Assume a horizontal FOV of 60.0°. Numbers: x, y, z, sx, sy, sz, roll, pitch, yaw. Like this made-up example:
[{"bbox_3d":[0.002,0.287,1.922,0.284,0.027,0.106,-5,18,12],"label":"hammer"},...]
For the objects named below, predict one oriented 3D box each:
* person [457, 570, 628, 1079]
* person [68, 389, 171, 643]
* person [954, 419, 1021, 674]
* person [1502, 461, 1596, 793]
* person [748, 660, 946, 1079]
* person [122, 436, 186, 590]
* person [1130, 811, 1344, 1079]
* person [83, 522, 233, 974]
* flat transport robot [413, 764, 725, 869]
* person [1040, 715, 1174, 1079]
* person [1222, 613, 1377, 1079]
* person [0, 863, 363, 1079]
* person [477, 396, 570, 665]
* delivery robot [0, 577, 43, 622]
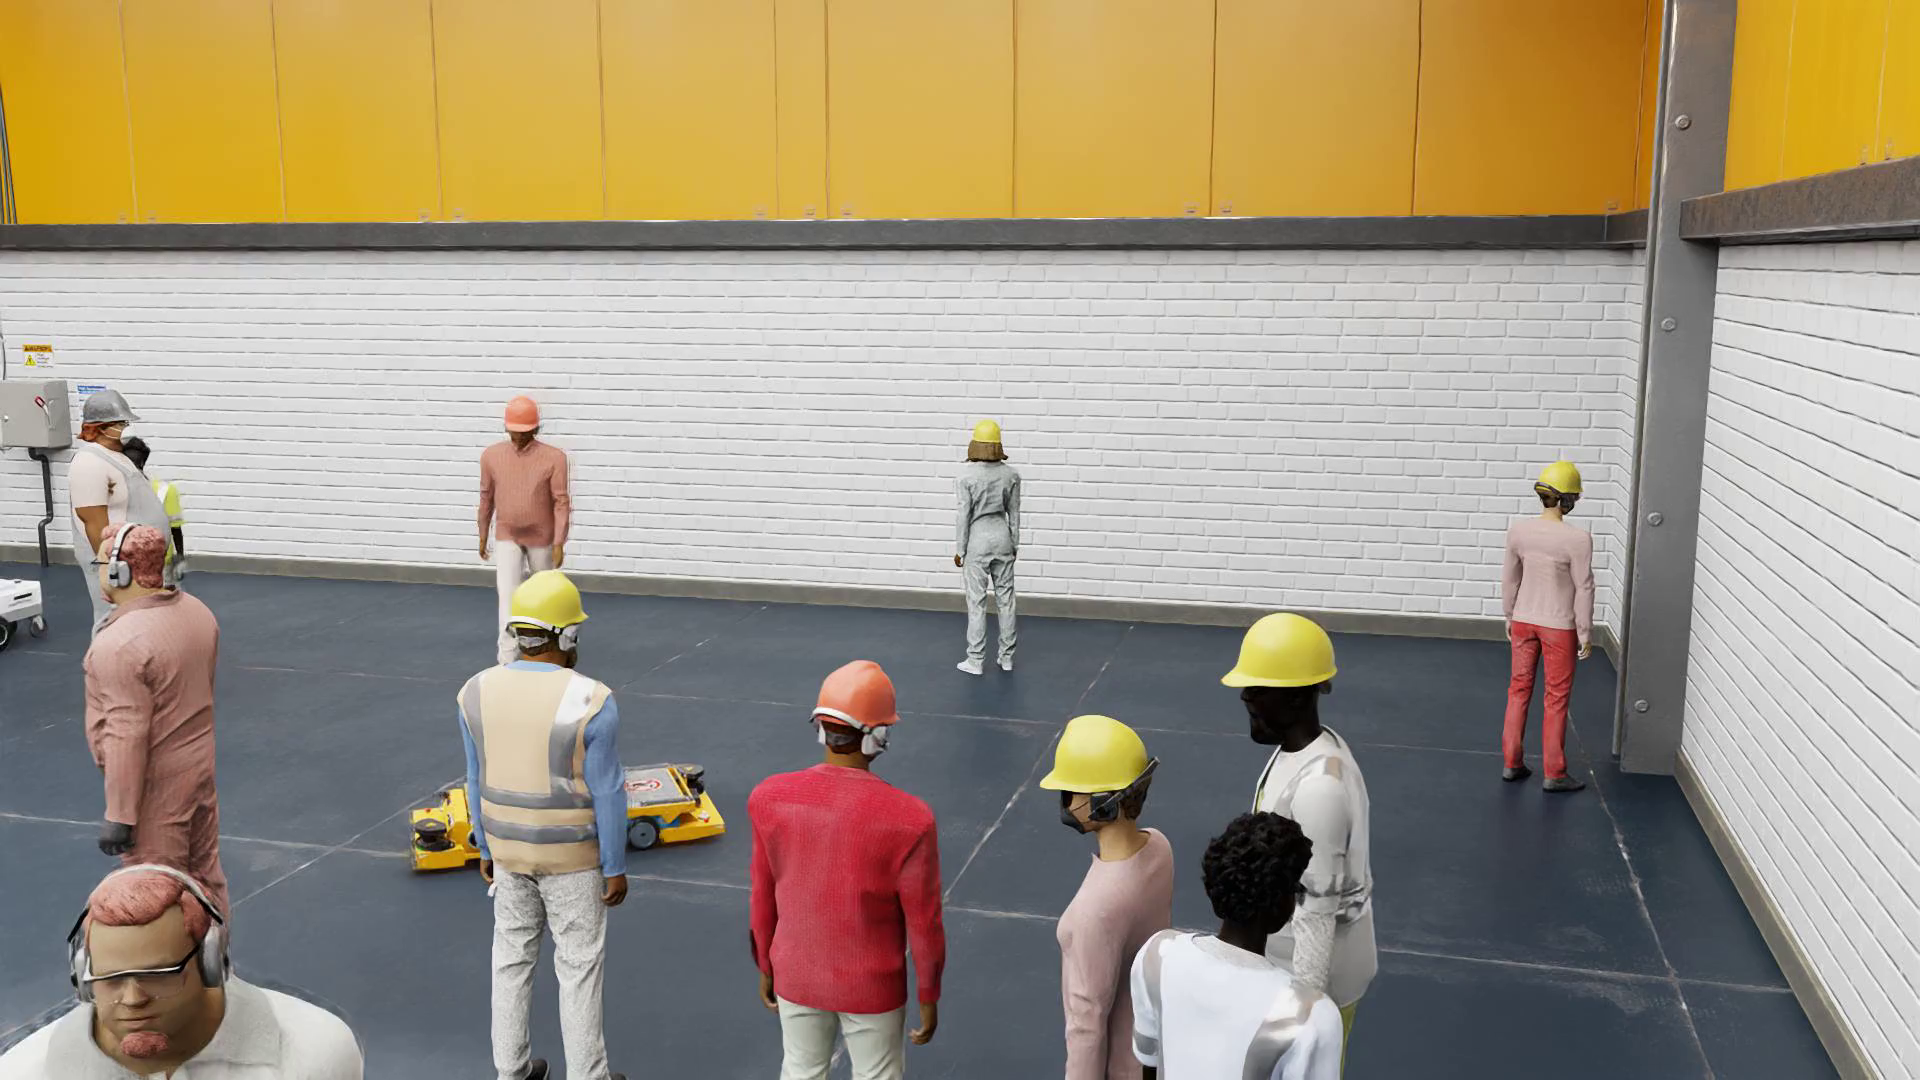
[{"bbox_3d":[-1.351,1.008,5.495,0.591,1.824,0.405,3,10,20],"label":"person"},{"bbox_3d":[-5.144,0.089,10.247,0.535,2.000,0.674,-3,10,-16],"label":"person"},{"bbox_3d":[0.181,0.045,11.381,0.490,1.744,0.295,-5,11,-25],"label":"person"},{"bbox_3d":[3.149,0.457,8.888,0.323,1.767,0.533,-7,12,-36],"label":"person"},{"bbox_3d":[-0.309,1.191,4.640,0.577,1.738,0.354,3,10,18],"label":"person"},{"bbox_3d":[-5.455,0.124,11.124,0.543,1.678,0.721,-3,10,-17],"label":"person"},{"bbox_3d":[0.584,1.403,3.558,0.320,1.686,0.539,-9,13,-42],"label":"person"},{"bbox_3d":[-2.906,0.880,5.984,0.399,1.909,0.642,0,10,3],"label":"person"},{"bbox_3d":[-1.922,1.331,8.140,1.431,0.197,0.652,-3,10,-19],"label":"flat transport robot"},{"bbox_3d":[0.360,1.284,4.050,0.343,1.761,0.525,4,11,25],"label":"person"},{"bbox_3d":[0.896,1.138,4.460,0.419,1.917,0.581,1,10,4],"label":"person"},{"bbox_3d":[-1.361,1.430,2.912,0.646,1.860,0.998,-2,10,-14],"label":"person"},{"bbox_3d":[-2.959,-0.024,11.276,0.657,1.922,1.027,0,10,-2],"label":"person"},{"bbox_3d":[-7.085,0.459,12.163,0.477,0.478,0.707,2,10,11],"label":"delivery robot"}]
